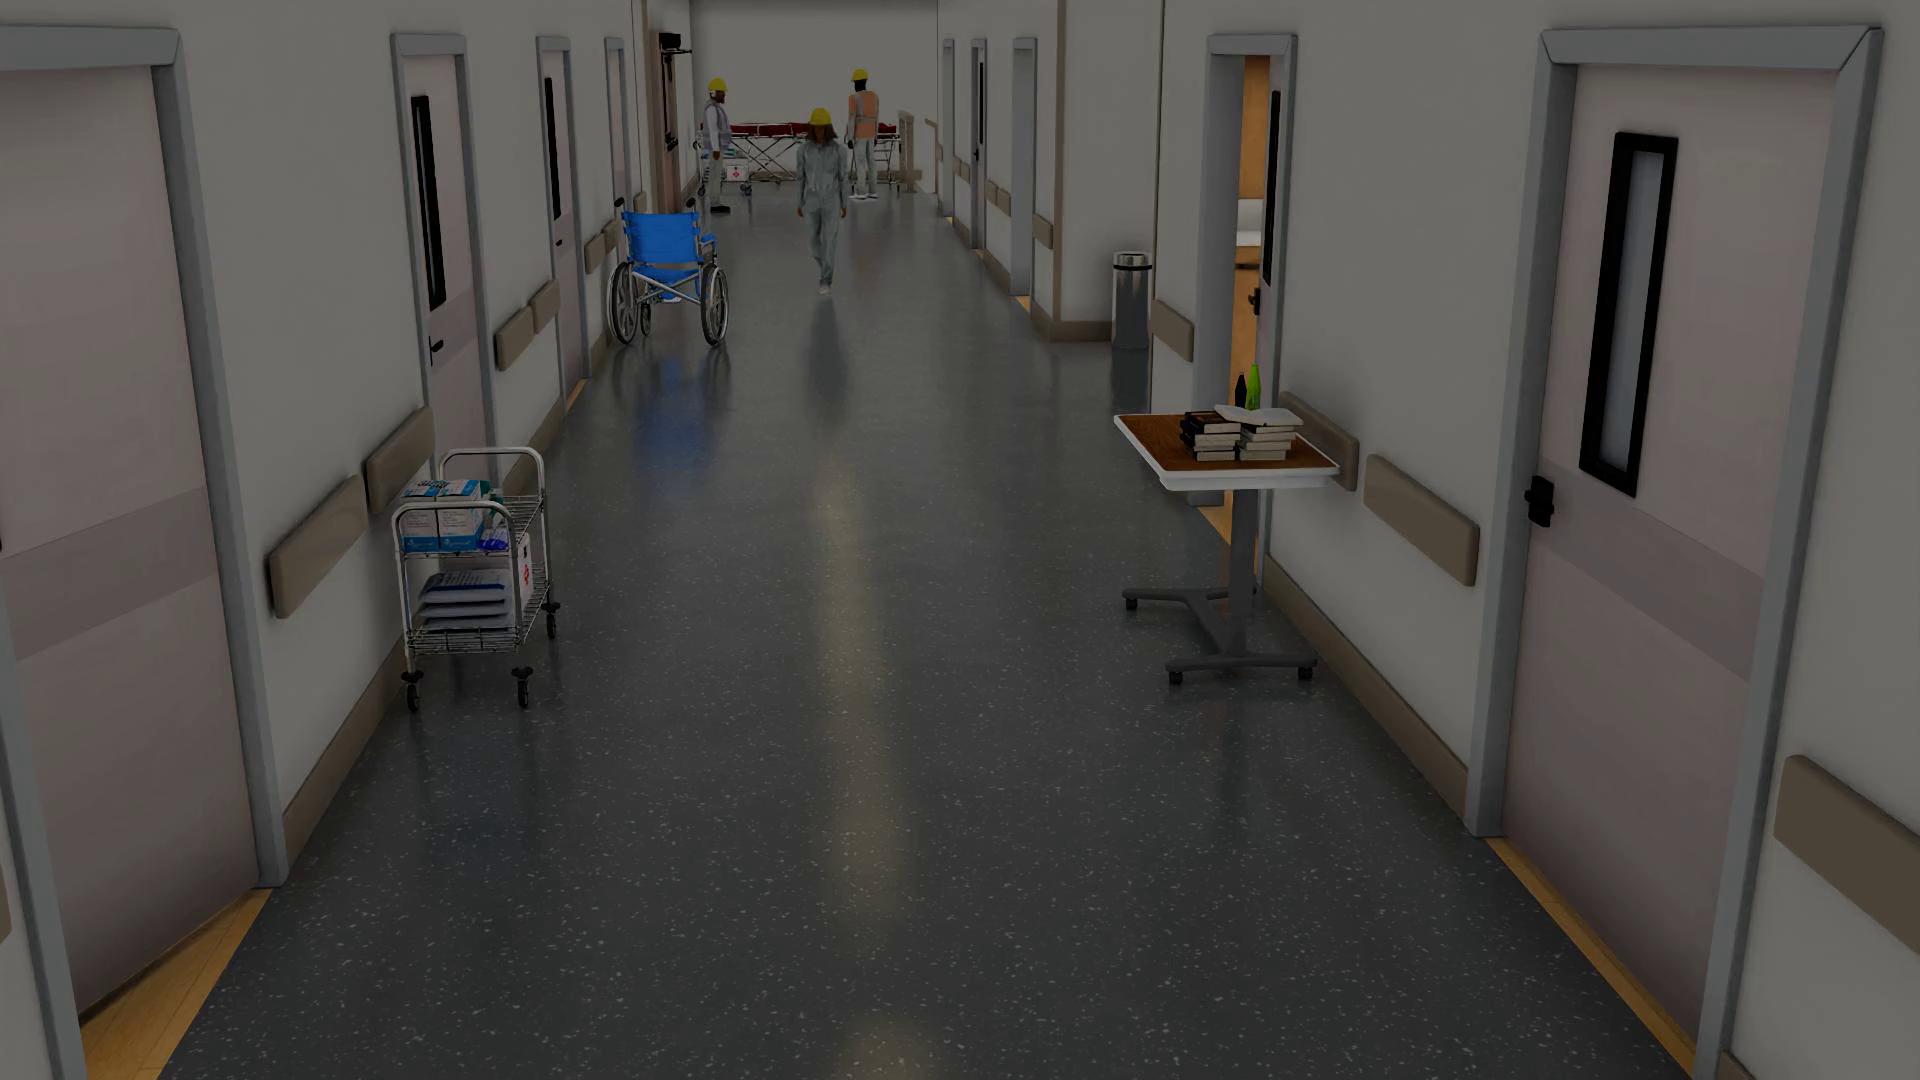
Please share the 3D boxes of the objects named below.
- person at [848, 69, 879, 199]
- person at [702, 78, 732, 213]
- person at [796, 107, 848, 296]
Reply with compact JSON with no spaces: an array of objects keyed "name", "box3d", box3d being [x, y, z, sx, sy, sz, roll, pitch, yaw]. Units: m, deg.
[{"name":"person","box3d":[-1.473,-6.117,25.103,0.397,1.920,0.586,15,22,41]},{"name":"person","box3d":[-3.361,-5.468,23.085,0.403,1.828,0.596,-1,17,-4]},{"name":"person","box3d":[-1.286,-3.203,15.688,0.496,1.722,0.650,2,17,6]}]
